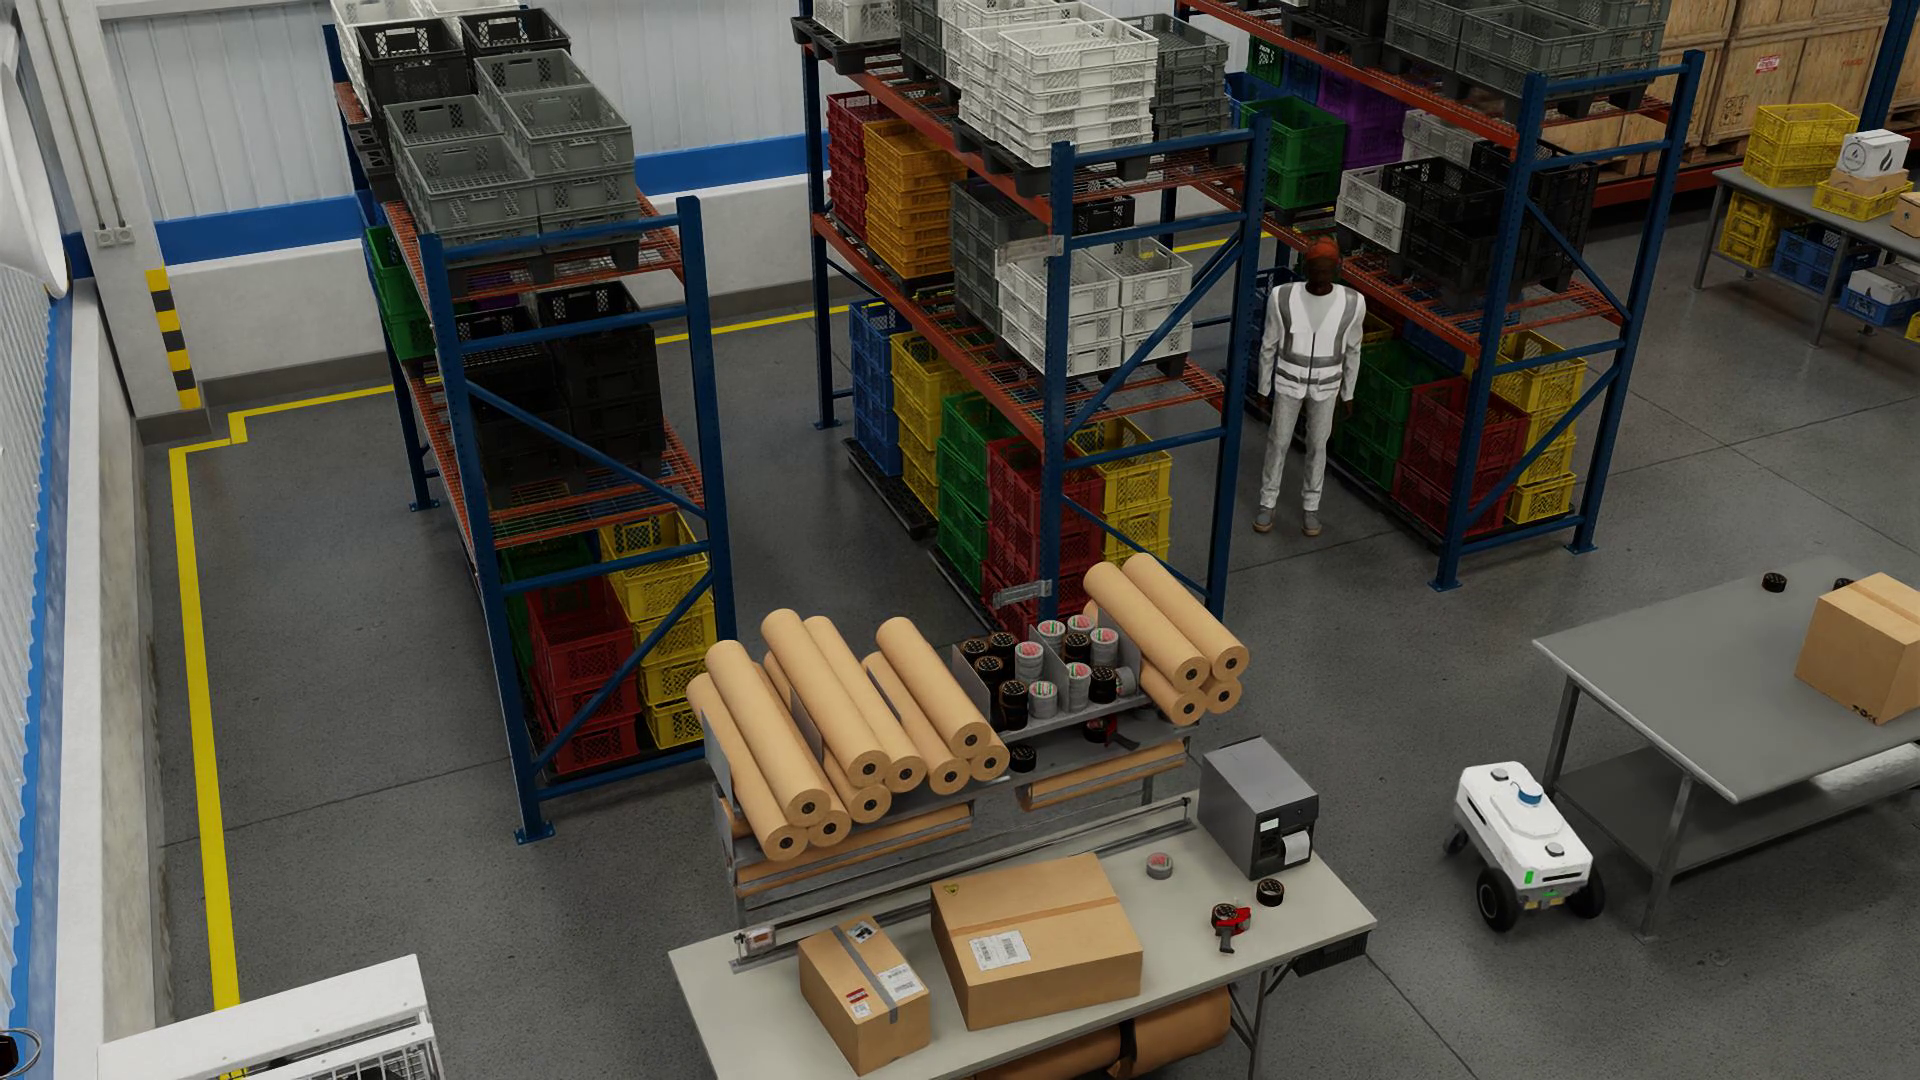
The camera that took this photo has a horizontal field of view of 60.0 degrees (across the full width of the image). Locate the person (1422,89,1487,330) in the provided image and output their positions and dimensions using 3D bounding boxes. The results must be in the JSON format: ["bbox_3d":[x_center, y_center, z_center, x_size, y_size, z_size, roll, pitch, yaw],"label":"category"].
[{"bbox_3d":[3.631,-2.352,12.221,0.820,1.893,0.659,-13,34,-20],"label":"person"}]

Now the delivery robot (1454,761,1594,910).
[{"bbox_3d":[2.528,1.299,7.480,0.477,0.478,0.707,-6,32,-9],"label":"delivery robot"}]

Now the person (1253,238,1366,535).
[{"bbox_3d":[2.056,-0.900,9.878,0.585,1.883,0.340,5,32,9],"label":"person"}]
